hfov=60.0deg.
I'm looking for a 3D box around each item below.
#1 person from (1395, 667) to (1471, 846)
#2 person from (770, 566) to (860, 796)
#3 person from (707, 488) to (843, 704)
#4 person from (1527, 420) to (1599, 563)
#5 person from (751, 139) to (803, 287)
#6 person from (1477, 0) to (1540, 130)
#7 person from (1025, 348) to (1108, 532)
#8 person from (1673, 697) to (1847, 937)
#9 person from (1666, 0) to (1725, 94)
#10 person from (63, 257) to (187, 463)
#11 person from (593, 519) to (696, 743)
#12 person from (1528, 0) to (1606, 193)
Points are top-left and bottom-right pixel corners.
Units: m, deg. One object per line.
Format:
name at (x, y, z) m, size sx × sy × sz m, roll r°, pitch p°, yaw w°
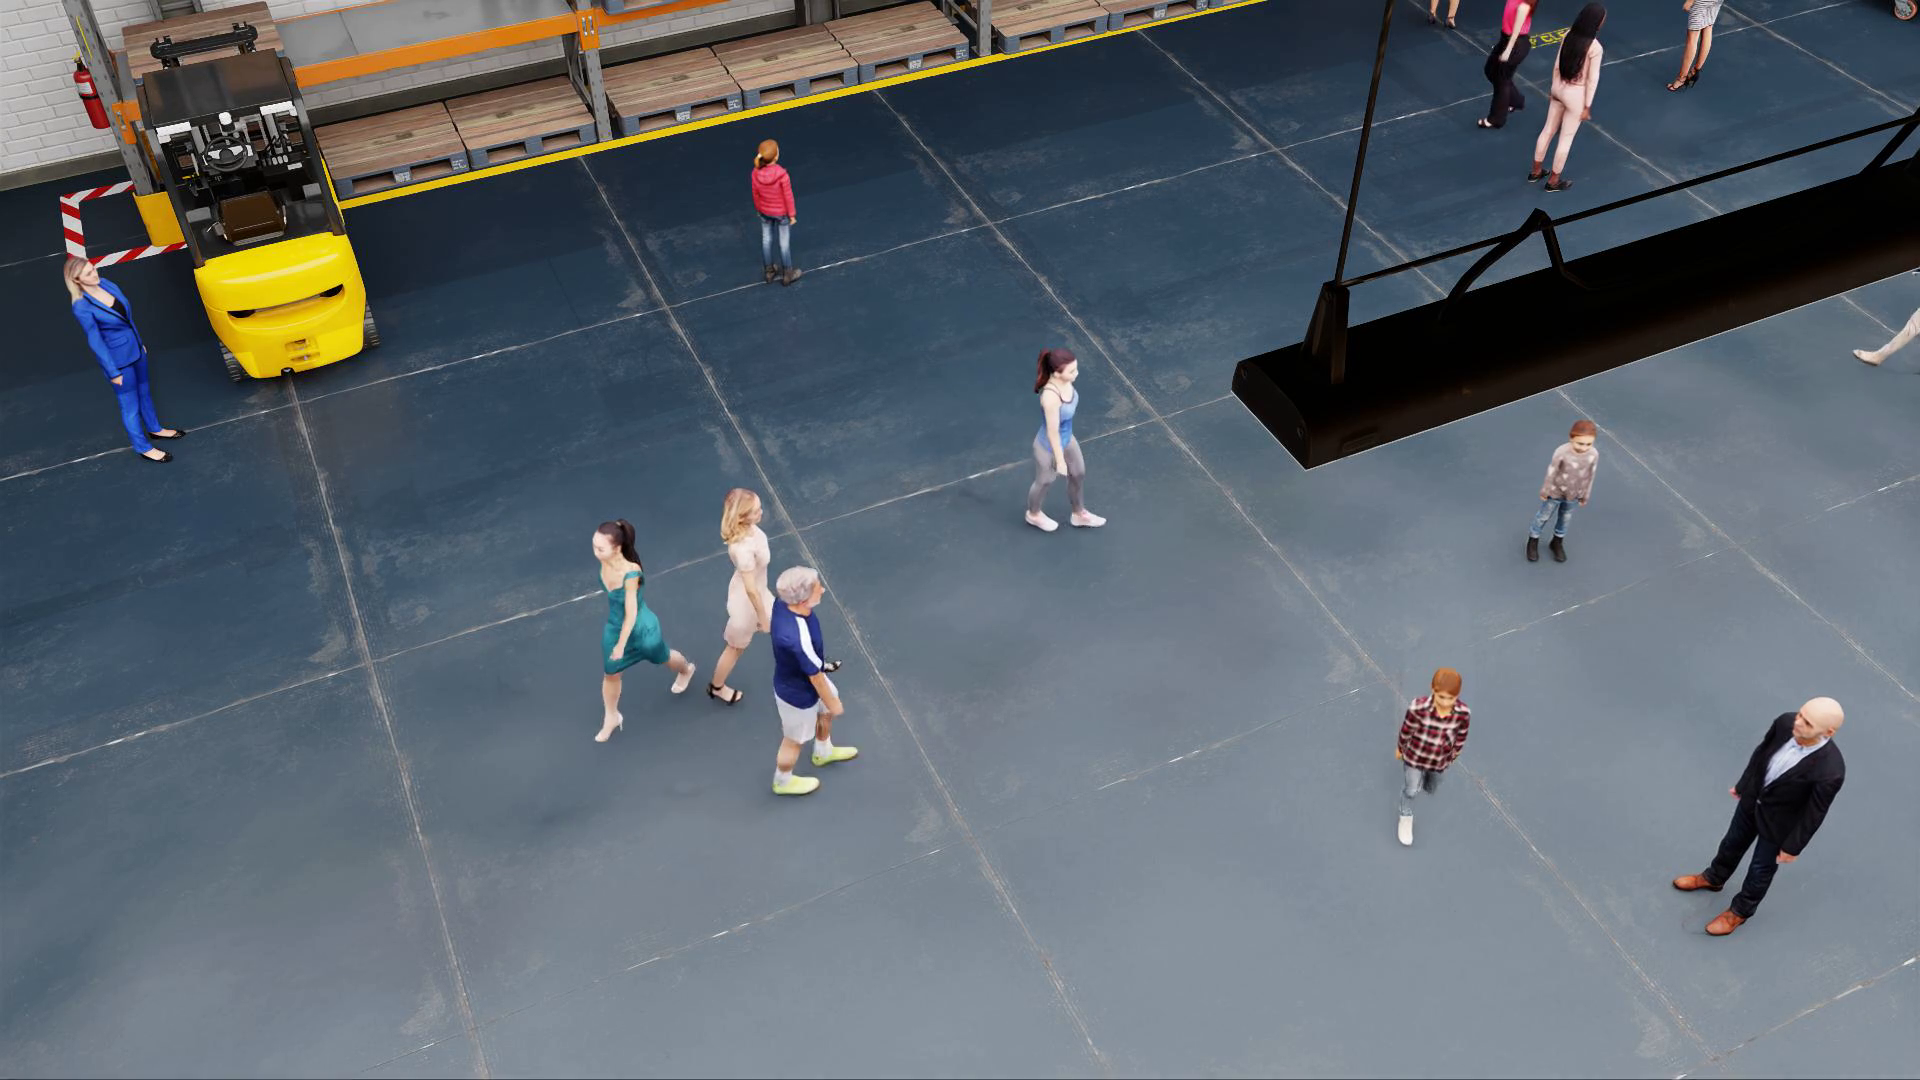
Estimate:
person at (2.713, 1.183, 9.653) m, size 0.793 × 1.295 × 0.810 m, roll 6°, pitch 44°, yaw 7°
person at (-1.007, 0.852, 9.623) m, size 0.856 × 1.815 × 0.739 m, roll -7°, pitch 44°, yaw -7°
person at (-1.386, 0.395, 10.123) m, size 1.165 × 1.787 × 0.817 m, roll -6°, pitch 44°, yaw -6°
person at (4.128, -0.353, 11.337) m, size 0.511 × 1.194 × 0.601 m, roll 3°, pitch 44°, yaw 4°
person at (-1.533, -2.700, 13.711) m, size 0.594 × 1.318 × 0.655 m, roll 14°, pitch 45°, yaw 14°
person at (5.188, -4.550, 15.412) m, size 0.819 × 1.649 × 0.756 m, roll 10°, pitch 45°, yaw 11°
person at (0.583, -0.679, 11.391) m, size 0.920 × 1.593 × 0.863 m, roll 15°, pitch 46°, yaw 15°
person at (4.394, 1.465, 8.991) m, size 0.640 × 1.800 × 0.711 m, roll -10°, pitch 44°, yaw -10°
person at (7.182, -5.178, 15.947) m, size 0.509 × 1.822 × 0.676 m, roll -24°, pitch 48°, yaw -23°
person at (-6.056, -1.316, 11.981) m, size 0.699 × 1.701 × 0.705 m, roll 0°, pitch 44°, yaw 1°
person at (-1.910, 0.503, 10.116) m, size 0.810 × 1.639 × 1.065 m, roll 32°, pitch 52°, yaw 29°
person at (5.372, -3.905, 14.683) m, size 0.526 × 1.722 × 0.611 m, roll -19°, pitch 47°, yaw -19°
